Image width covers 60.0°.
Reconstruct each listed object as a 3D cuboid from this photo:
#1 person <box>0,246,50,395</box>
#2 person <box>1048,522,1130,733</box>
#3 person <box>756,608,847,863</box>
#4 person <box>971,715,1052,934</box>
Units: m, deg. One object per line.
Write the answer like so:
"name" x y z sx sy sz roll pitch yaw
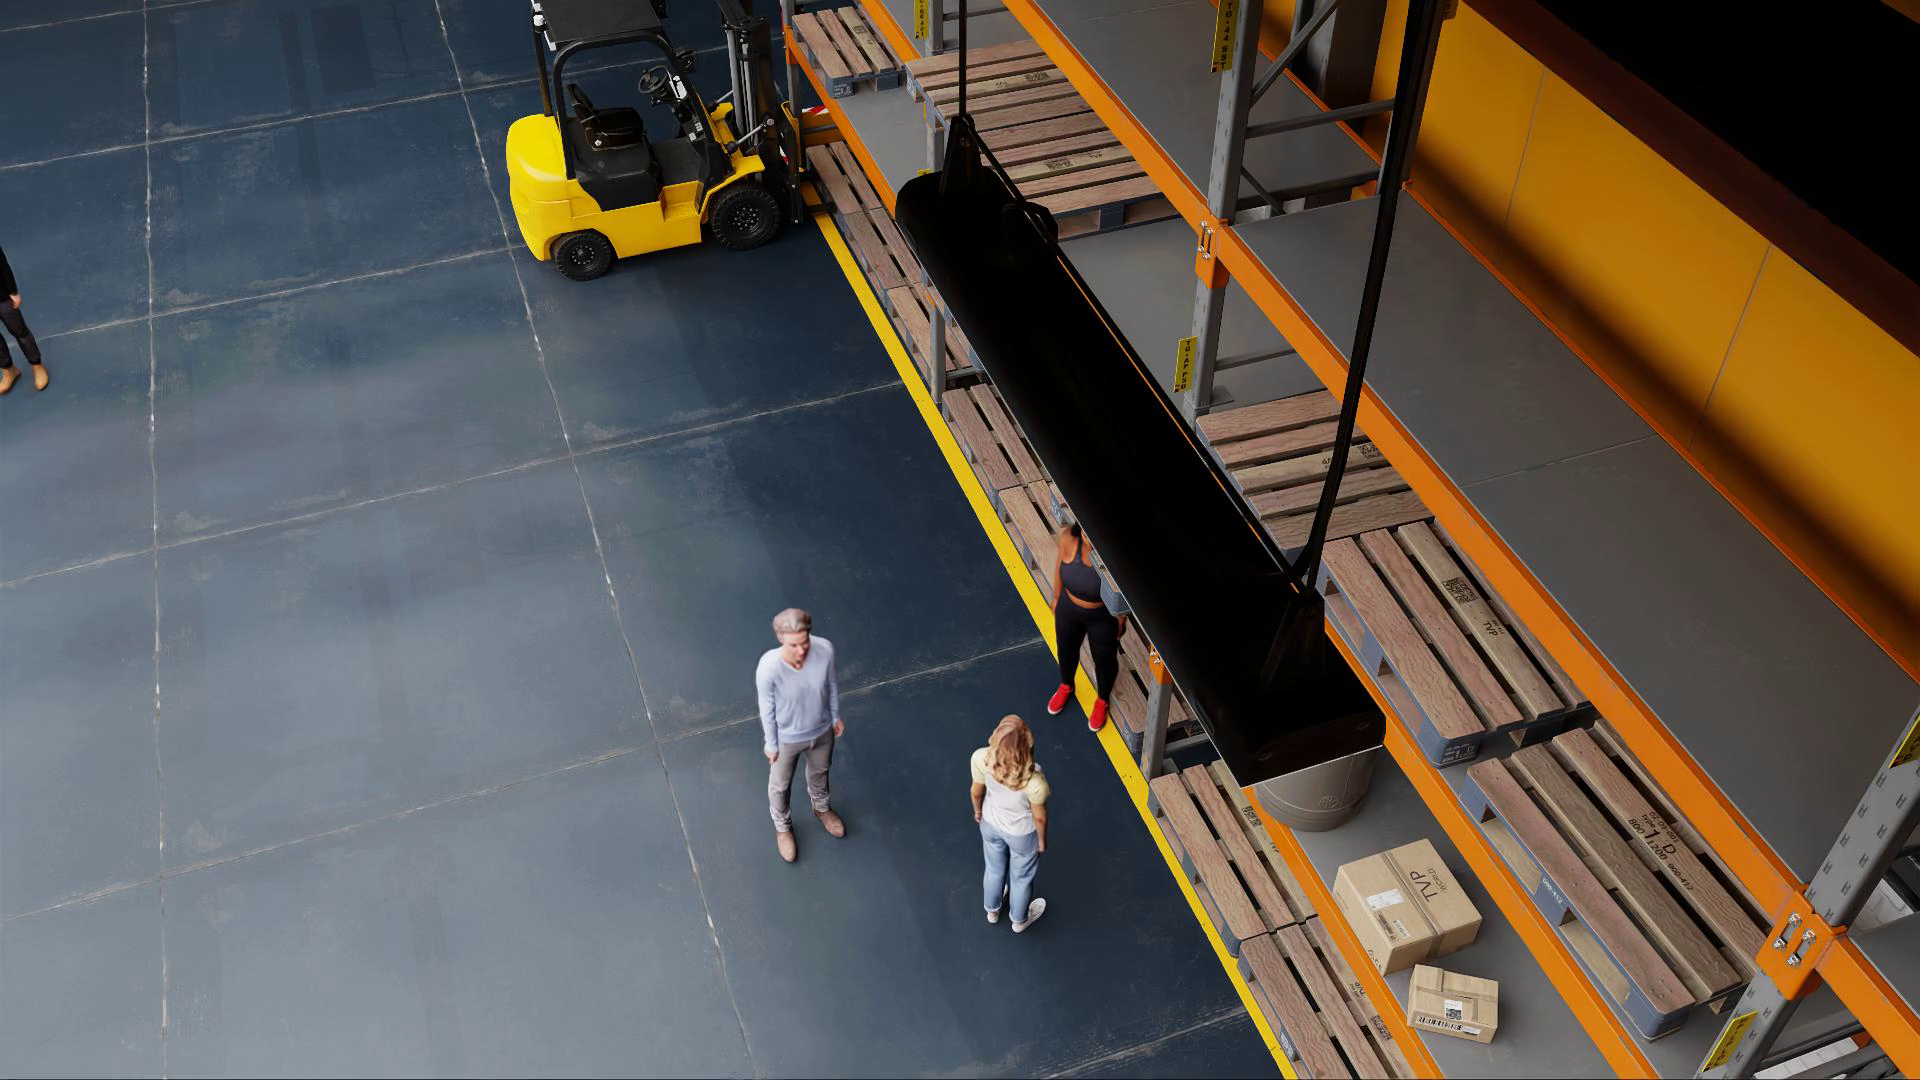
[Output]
"person" -7.491 -1.912 12.775 0.678 1.723 0.595 -7 44 -7
"person" 0.806 0.421 10.260 0.764 1.815 0.829 19 47 19
"person" -0.918 1.071 9.521 0.689 1.893 0.619 -21 47 -20
"person" 0.279 1.569 9.121 0.695 1.723 0.767 20 47 20
